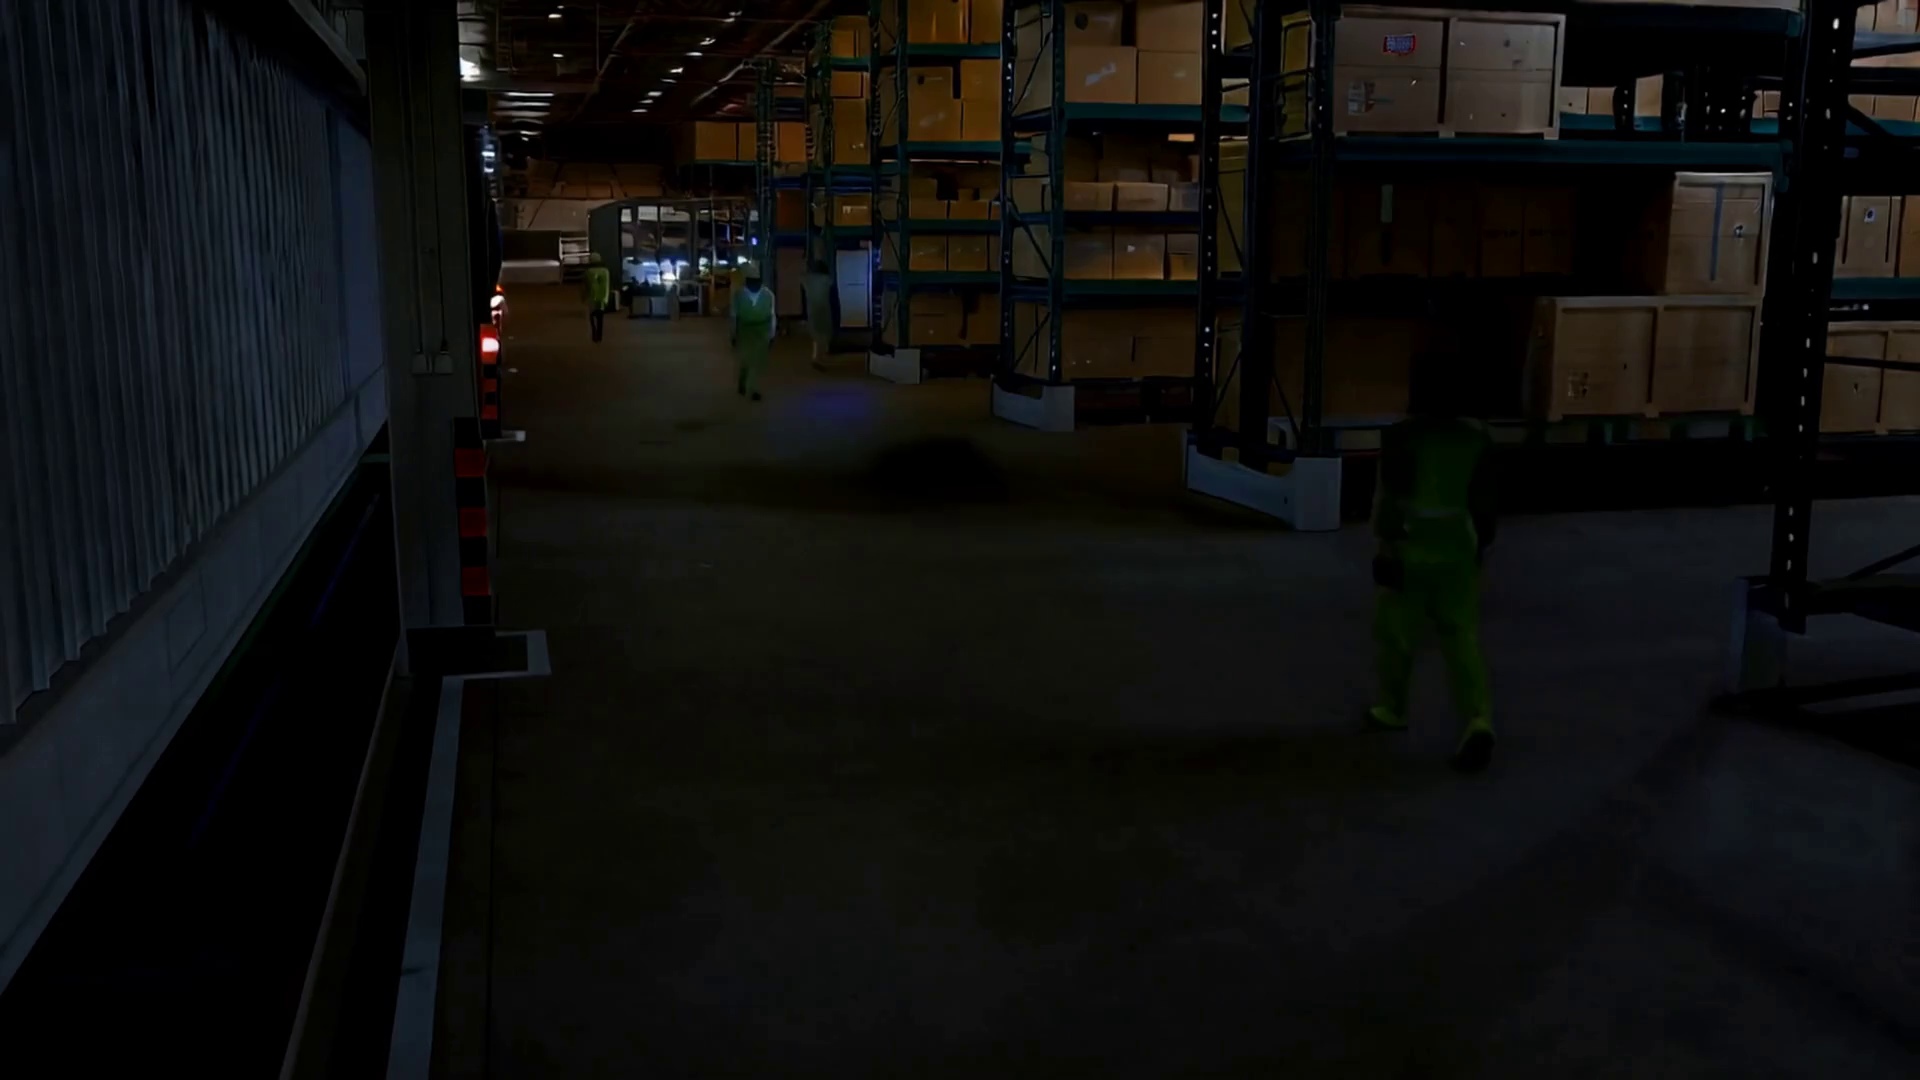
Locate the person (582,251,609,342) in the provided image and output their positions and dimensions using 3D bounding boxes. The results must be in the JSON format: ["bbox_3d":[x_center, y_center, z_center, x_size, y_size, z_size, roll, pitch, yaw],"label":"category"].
[{"bbox_3d":[-7.740,-5.168,35.344,0.558,1.925,0.629,-1,10,-8],"label":"person"}]

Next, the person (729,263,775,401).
[{"bbox_3d":[-2.714,-2.716,21.794,0.587,1.809,0.434,-4,11,-22],"label":"person"}]

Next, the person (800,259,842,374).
[{"bbox_3d":[-2.189,-3.546,26.450,0.656,1.821,0.570,3,10,17],"label":"person"}]

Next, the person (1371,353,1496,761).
[{"bbox_3d":[1.924,0.056,6.669,0.525,1.604,0.800,-1,10,-8],"label":"person"}]

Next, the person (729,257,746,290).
[{"bbox_3d":[-6.398,-7.311,48.052,0.597,1.726,0.411,3,10,16],"label":"person"}]

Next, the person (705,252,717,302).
[{"bbox_3d":[-9.175,-9.649,61.077,0.408,1.819,0.672,9,13,41],"label":"person"}]
